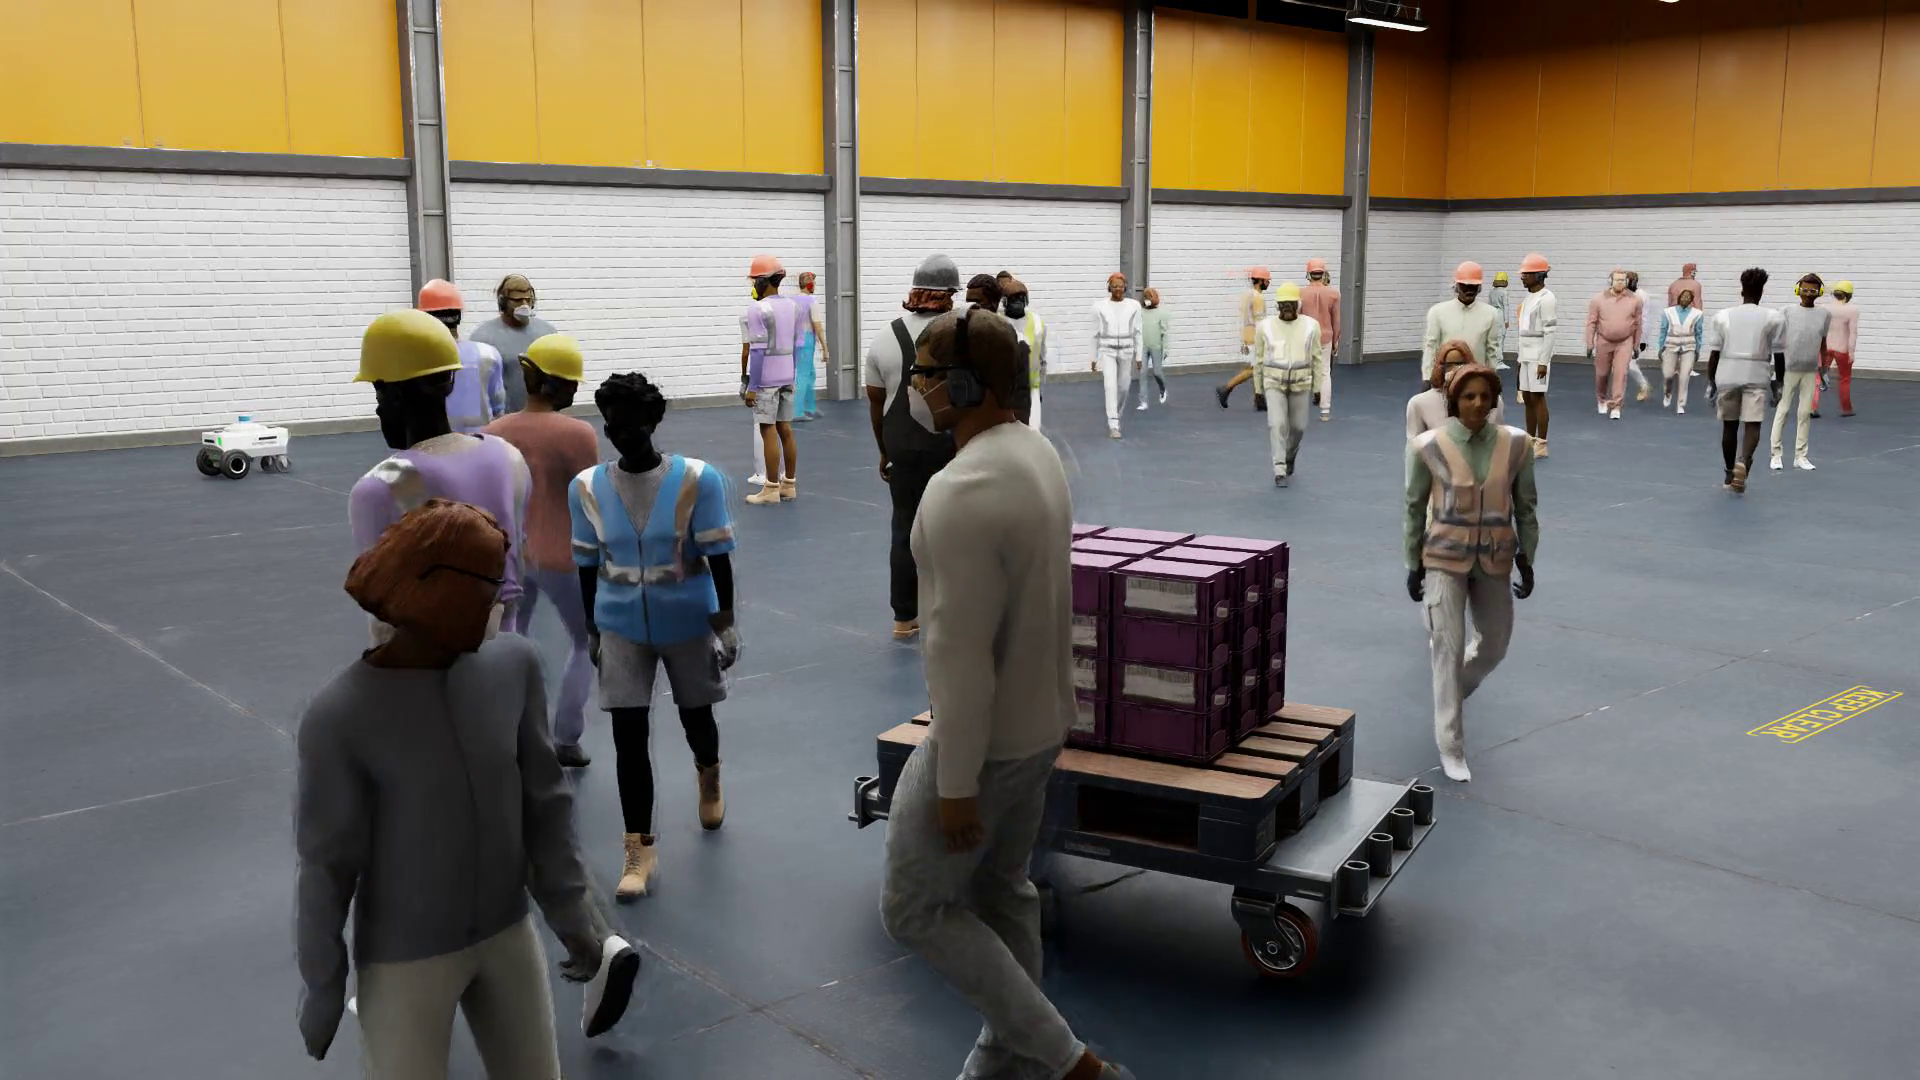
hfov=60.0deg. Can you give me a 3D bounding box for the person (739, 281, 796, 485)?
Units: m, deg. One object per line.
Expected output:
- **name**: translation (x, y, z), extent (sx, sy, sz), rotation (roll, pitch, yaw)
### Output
- **person**: translation (-1.707, -1.417, 14.755), extent (0.508, 1.865, 0.329), rotation (-4, 10, -21)

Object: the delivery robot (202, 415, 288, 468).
- **delivery robot**: translation (-6.591, -0.913, 15.355), extent (0.477, 0.478, 0.707), rotation (7, 12, 37)

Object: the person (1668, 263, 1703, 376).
- **person**: translation (12.308, -3.730, 28.179), extent (0.403, 1.904, 0.650), rotation (-5, 11, -26)

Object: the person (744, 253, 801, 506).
- **person**: translation (-1.546, -1.300, 13.542), extent (0.371, 2.044, 0.608), rotation (5, 11, 28)

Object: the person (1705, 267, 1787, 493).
- **person**: translation (6.691, -1.354, 14.203), extent (0.610, 1.940, 0.839), rotation (6, 11, 31)

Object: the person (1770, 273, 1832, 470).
- **person**: translation (7.975, -1.590, 15.772), extent (0.517, 1.865, 0.327), rotation (1, 10, 6)

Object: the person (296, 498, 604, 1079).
- **person**: translation (-0.936, 0.719, 2.956), extent (0.487, 1.617, 0.512), rotation (7, 12, 34)

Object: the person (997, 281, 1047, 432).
- **person**: translation (0.455, -1.225, 13.776), extent (0.623, 1.809, 0.833), rotation (-2, 10, -9)

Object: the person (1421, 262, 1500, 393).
- **person**: translation (4.211, -1.343, 14.019), extent (0.642, 1.972, 0.644), rotation (2, 10, 10)

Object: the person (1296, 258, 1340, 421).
- **person**: translation (4.364, -2.458, 20.461), extent (0.612, 1.997, 0.376), rotation (0, 10, 0)

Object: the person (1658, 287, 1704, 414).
- **person**: translation (9.286, -2.443, 21.449), extent (0.526, 1.621, 0.428), rotation (4, 10, 22)

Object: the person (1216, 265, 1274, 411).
- **person**: translation (3.757, -2.608, 21.575), extent (0.778, 1.910, 0.544), rotation (0, 10, 2)

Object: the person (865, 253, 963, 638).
- **person**: translation (-0.124, -0.485, 8.779), extent (0.684, 2.000, 0.536), rotation (4, 11, 23)

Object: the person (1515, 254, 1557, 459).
- **person**: translation (5.706, -1.825, 16.617), extent (0.392, 2.041, 0.615), rotation (0, 10, -2)

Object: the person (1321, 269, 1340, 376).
- **person**: translation (5.422, -3.140, 24.935), extent (0.536, 1.827, 0.502), rotation (2, 10, 12)

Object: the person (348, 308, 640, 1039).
- **person**: translation (-1.237, 0.371, 4.194), extent (0.824, 1.906, 0.580), rotation (5, 11, 29)

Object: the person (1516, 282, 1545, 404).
- **person**: translation (7.861, -2.705, 22.780), extent (0.541, 1.696, 0.315), rotation (-4, 10, -21)

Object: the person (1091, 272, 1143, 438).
- **person**: translation (1.764, -2.102, 18.815), extent (0.584, 1.856, 0.873), rotation (-1, 10, -4)

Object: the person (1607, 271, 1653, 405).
- **person**: translation (9.064, -2.726, 22.540), extent (0.519, 1.830, 0.630), rotation (-5, 11, -25)

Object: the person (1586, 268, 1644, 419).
- **person**: translation (8.236, -2.483, 20.960), extent (0.650, 1.881, 0.855), rotation (4, 10, 20)

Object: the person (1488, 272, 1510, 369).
- **person**: translation (9.731, -3.963, 30.015), extent (0.294, 1.744, 0.486), rotation (-4, 11, -24)

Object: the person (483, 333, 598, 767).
- **person**: translation (-1.596, 0.088, 6.323), extent (0.544, 1.728, 0.530), rotation (4, 11, 23)

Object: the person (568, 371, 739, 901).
- **person**: translation (-0.981, 0.265, 5.490), extent (0.567, 1.668, 0.786), rotation (0, 10, 1)

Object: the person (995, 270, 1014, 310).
- **person**: translation (0.512, -2.287, 19.880), extent (0.524, 1.848, 0.408), rotation (0, 10, 1)

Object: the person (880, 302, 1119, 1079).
- **person**: translation (0.075, 0.444, 3.690), extent (0.477, 1.926, 0.642), rotation (4, 10, 21)

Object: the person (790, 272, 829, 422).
- **person**: translation (-1.806, -2.358, 20.363), extent (0.735, 1.819, 0.605), rotation (-8, 13, -39)

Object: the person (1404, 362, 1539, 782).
- **person**: translation (2.005, 0.093, 6.631), extent (0.517, 1.625, 0.655), rotation (0, 10, -2)

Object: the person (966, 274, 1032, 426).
- **person**: translation (0.164, -0.603, 9.824), extent (0.596, 1.918, 0.382), rotation (10, 14, 44)

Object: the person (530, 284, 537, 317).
- **person**: translation (-2.995, -0.798, 11.110), extent (1.032, 1.899, 0.629), rotation (5, 11, 26)

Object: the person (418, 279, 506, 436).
- **person**: translation (-2.642, -0.409, 8.777), extent (0.553, 1.936, 0.744), rotation (-4, 11, -24)

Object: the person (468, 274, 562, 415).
- **person**: translation (-2.724, -0.695, 10.391), extent (0.687, 1.909, 0.709), rotation (-9, 13, -42)

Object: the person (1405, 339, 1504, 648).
- **person**: translation (2.618, -0.271, 8.829), extent (0.510, 1.592, 0.845), rotation (2, 10, 9)

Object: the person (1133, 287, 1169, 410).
- **person**: translation (2.547, -2.542, 22.047), extent (0.507, 1.617, 0.574), rotation (5, 11, 25)

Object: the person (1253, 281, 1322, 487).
- **person**: translation (2.900, -1.395, 14.779), extent (0.602, 1.809, 0.700), rotation (1, 10, 5)

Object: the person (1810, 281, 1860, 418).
- **person**: translation (10.966, -2.382, 20.825), extent (0.893, 1.720, 0.535), rotation (-7, 12, -35)
